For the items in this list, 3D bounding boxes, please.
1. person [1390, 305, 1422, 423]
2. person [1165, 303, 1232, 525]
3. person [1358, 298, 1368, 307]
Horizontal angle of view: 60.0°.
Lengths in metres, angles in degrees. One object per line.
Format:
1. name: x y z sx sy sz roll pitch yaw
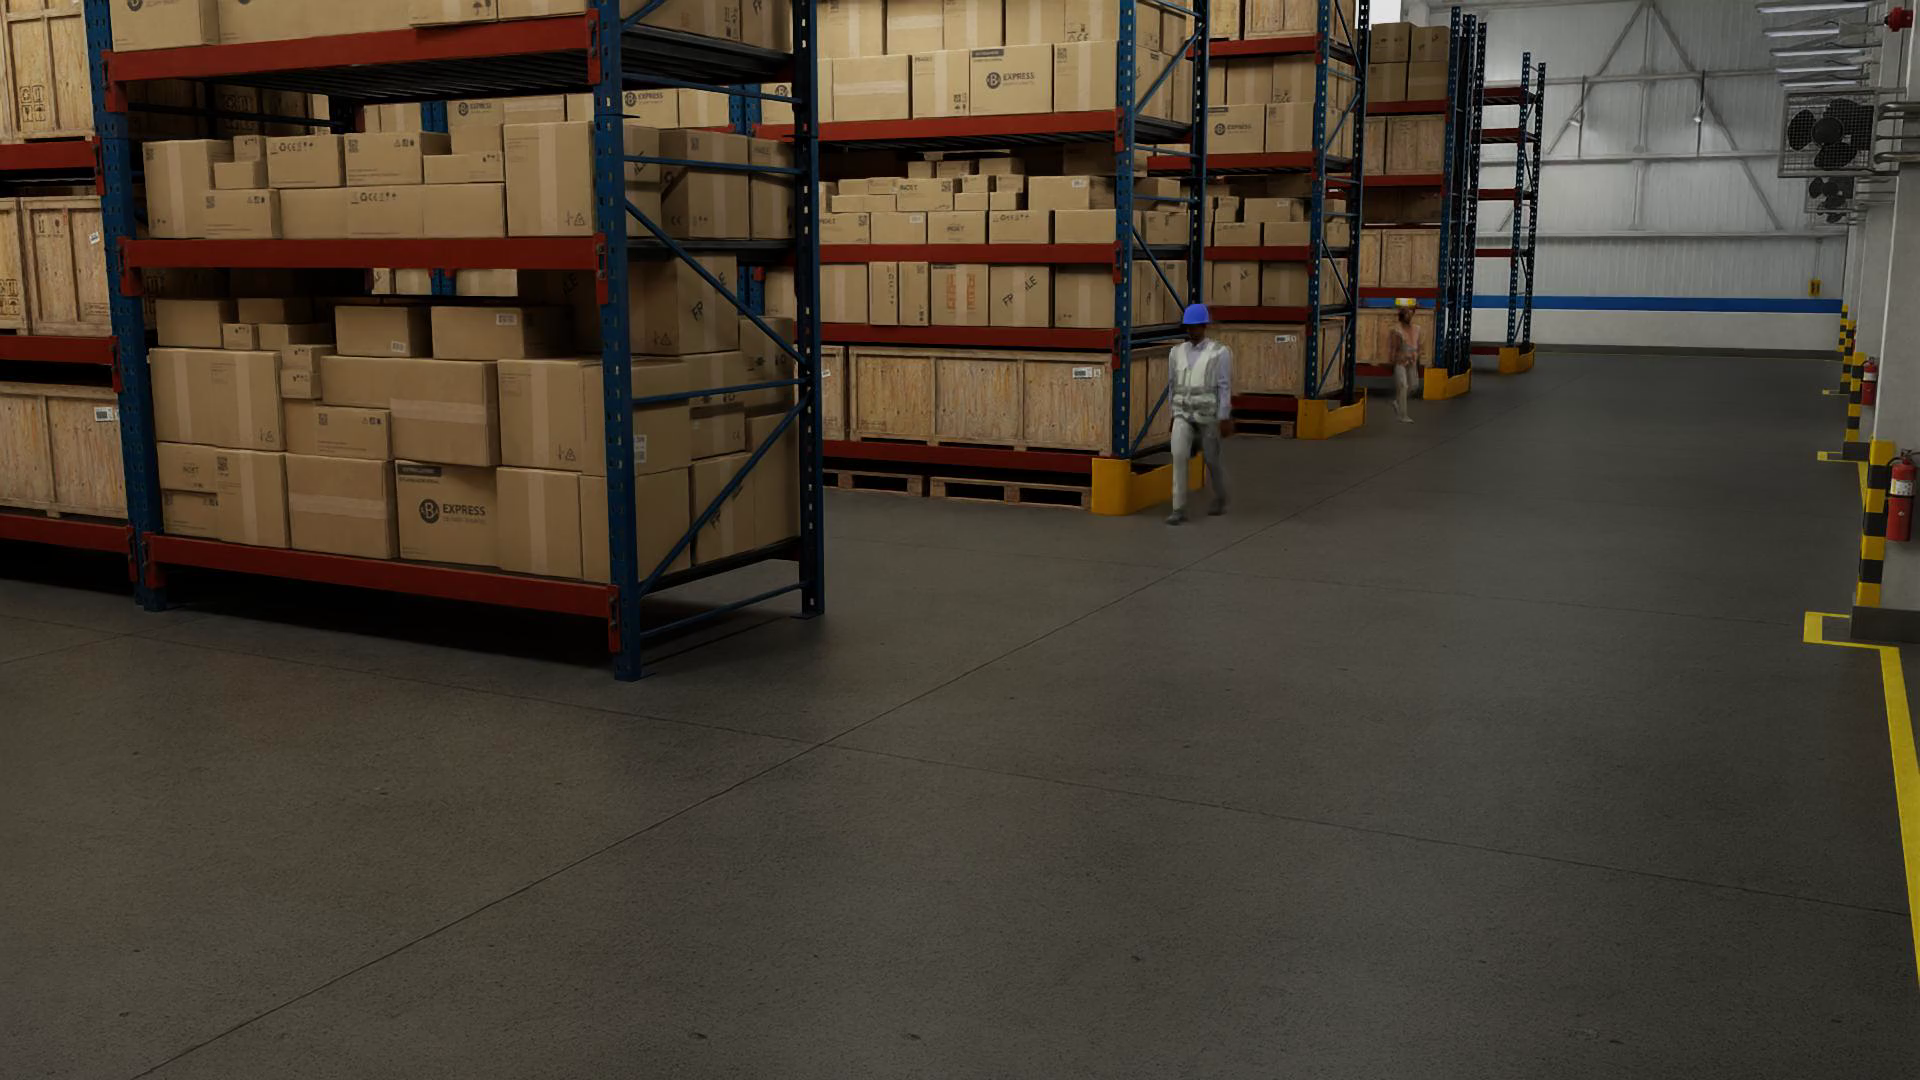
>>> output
1. person: 6.112 -2.432 22.948 0.529 1.620 0.478 -4 11 -23
2. person: 2.100 -1.114 14.515 0.616 1.912 0.948 6 11 31
3. person: 7.744 -4.310 32.929 0.629 1.936 0.371 3 10 15
